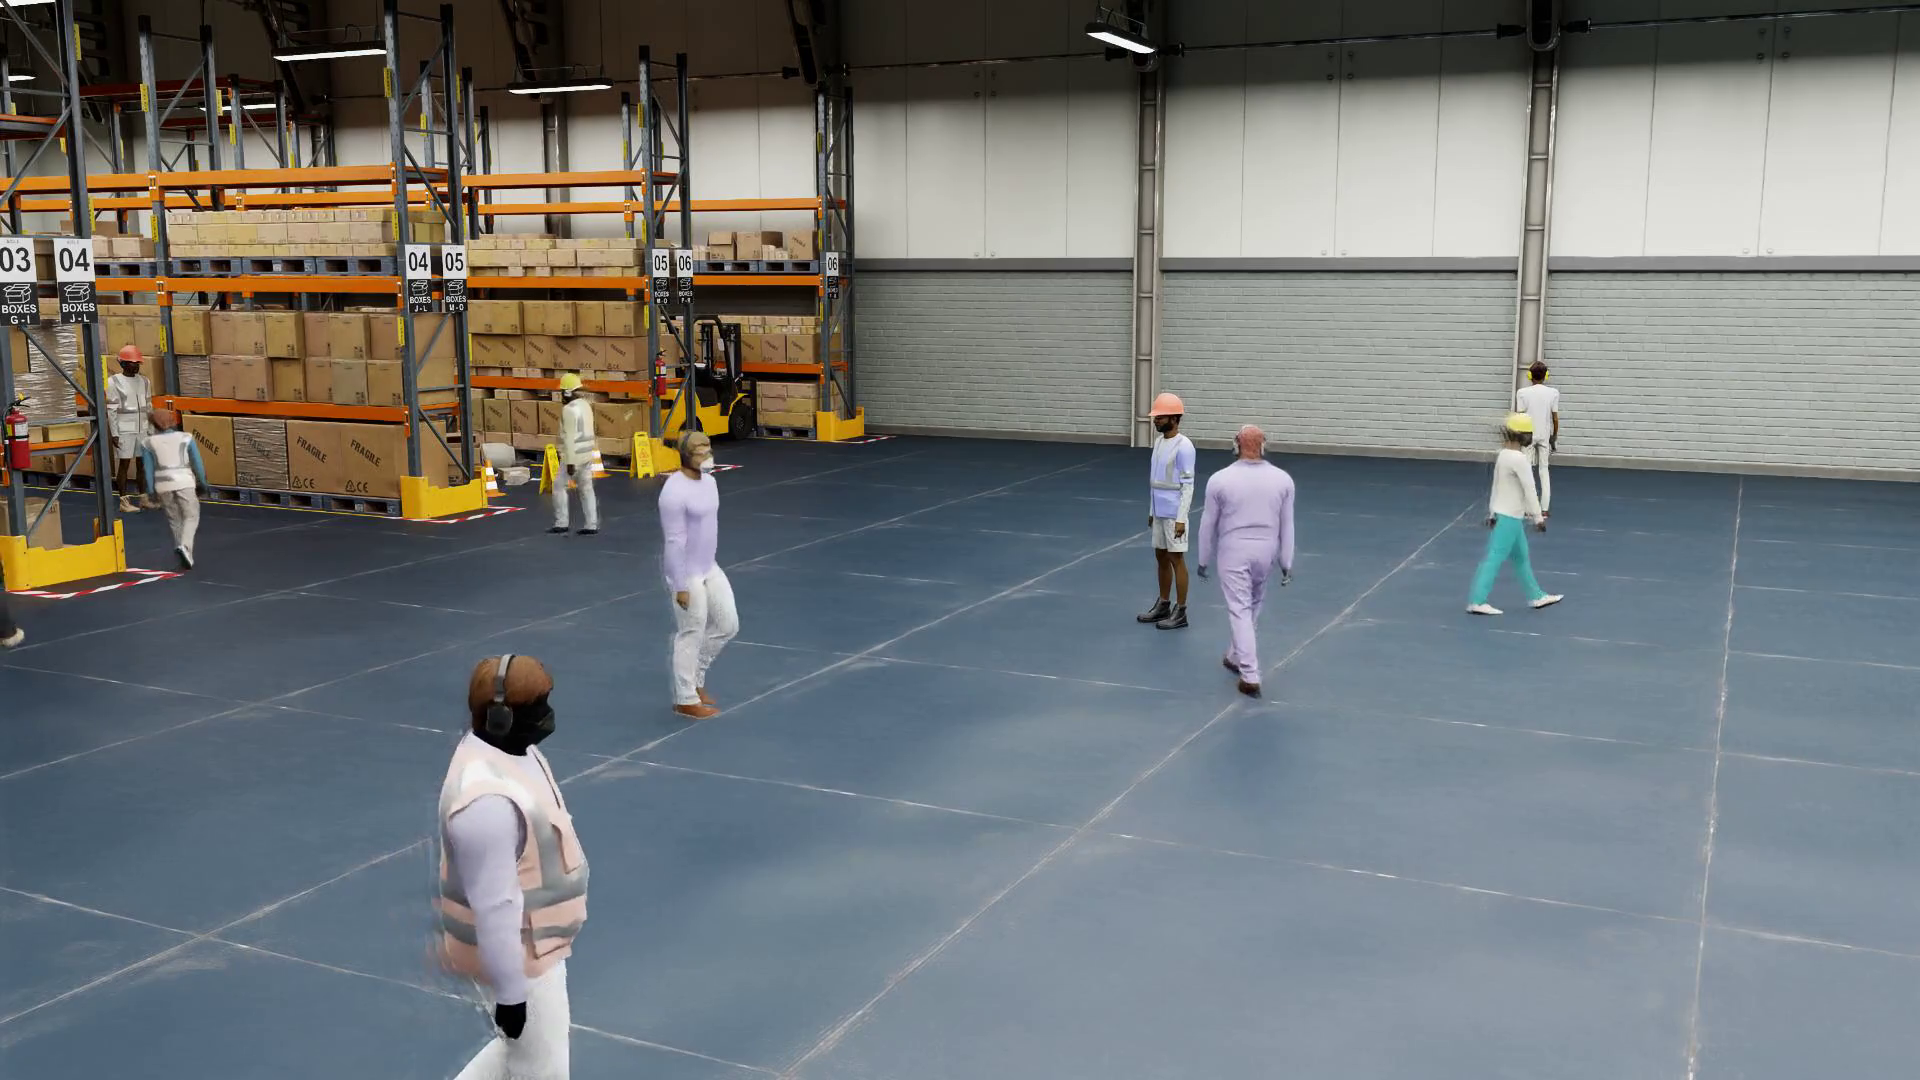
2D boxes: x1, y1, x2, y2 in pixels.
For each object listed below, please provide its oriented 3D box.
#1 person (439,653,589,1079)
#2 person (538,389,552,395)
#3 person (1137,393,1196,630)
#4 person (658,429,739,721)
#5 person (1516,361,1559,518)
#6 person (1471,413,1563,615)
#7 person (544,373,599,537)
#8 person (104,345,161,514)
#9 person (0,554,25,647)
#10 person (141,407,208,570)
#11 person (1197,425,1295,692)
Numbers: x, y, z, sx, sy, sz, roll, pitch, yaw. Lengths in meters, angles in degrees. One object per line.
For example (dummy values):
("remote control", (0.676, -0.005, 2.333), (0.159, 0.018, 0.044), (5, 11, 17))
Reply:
("person", (-1.377, 1.230, 5.018), (0.630, 1.829, 0.641), (-2, 9, -11))
("person", (-6.921, -2.381, 27.114), (0.571, 1.852, 0.512), (3, 10, 20))
("person", (1.703, -0.237, 13.680), (0.359, 1.938, 0.547), (-4, 10, -23))
("person", (-1.705, 0.235, 10.833), (0.448, 1.919, 0.649), (3, 10, 19))
("person", (6.815, -1.183, 19.708), (0.535, 1.864, 0.309), (1, 9, 5))
("person", (4.791, -0.207, 14.153), (0.887, 1.727, 0.532), (0, 9, 1))
("person", (-4.306, -0.920, 18.263), (0.704, 1.805, 0.619), (2, 10, 13))
("person", (-9.999, -1.336, 20.137), (0.403, 2.035, 0.606), (4, 10, 25))
("person", (-7.496, 0.018, 12.580), (0.519, 1.797, 1.013), (0, 9, -3))
("person", (-7.657, -0.490, 16.201), (0.551, 1.609, 0.650), (-2, 10, -15))
("person", (2.015, 0.114, 11.795), (0.659, 1.860, 0.980), (-2, 9, -10))
